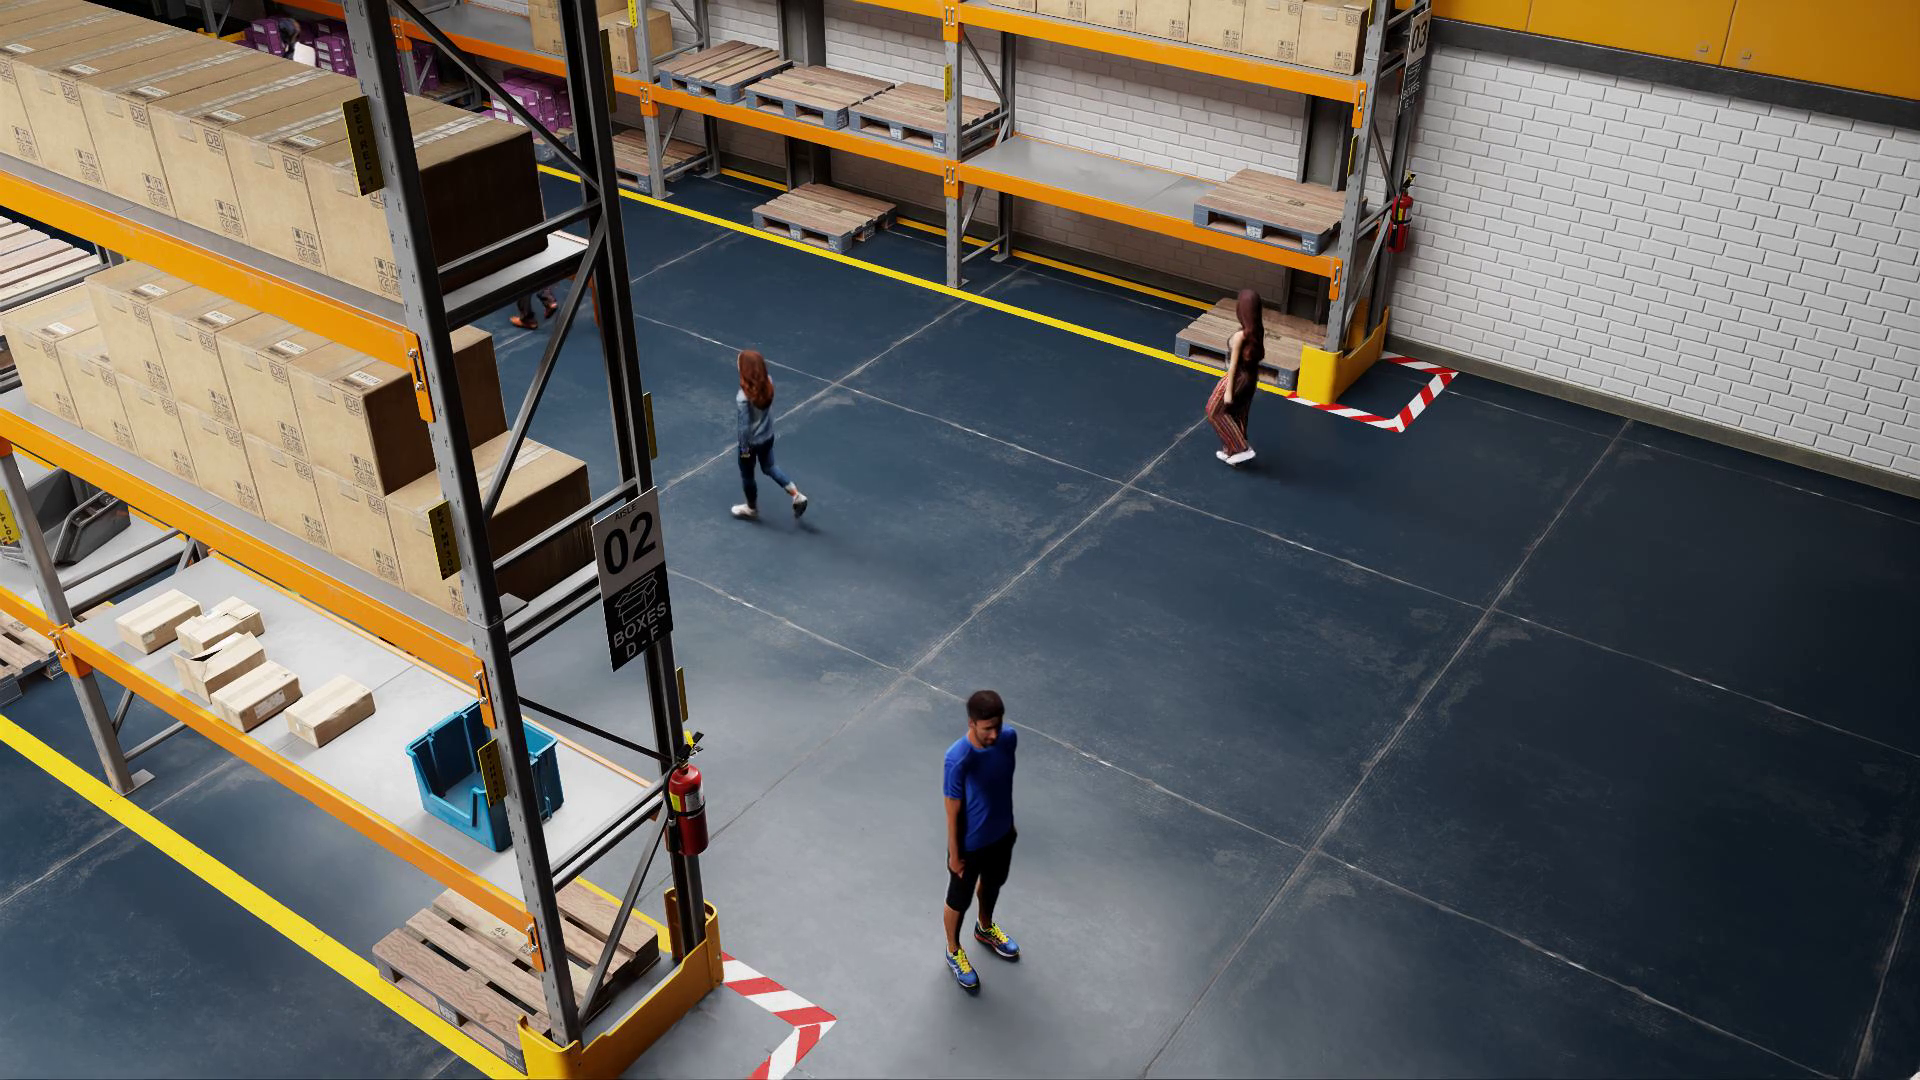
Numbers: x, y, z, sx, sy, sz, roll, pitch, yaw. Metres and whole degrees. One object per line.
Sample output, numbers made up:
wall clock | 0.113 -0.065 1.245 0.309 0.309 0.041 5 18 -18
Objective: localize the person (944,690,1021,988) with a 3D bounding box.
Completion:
person | 0.105 1.523 8.747 0.660 1.866 0.620 -27 42 -34

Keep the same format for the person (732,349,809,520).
person | -1.473 -0.756 12.541 0.867 1.461 0.599 18 38 25

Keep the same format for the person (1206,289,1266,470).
person | 2.283 -1.238 13.185 0.669 1.552 0.570 23 40 31

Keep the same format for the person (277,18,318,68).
person | -7.117 -4.732 18.136 0.717 1.890 0.766 9 35 13
